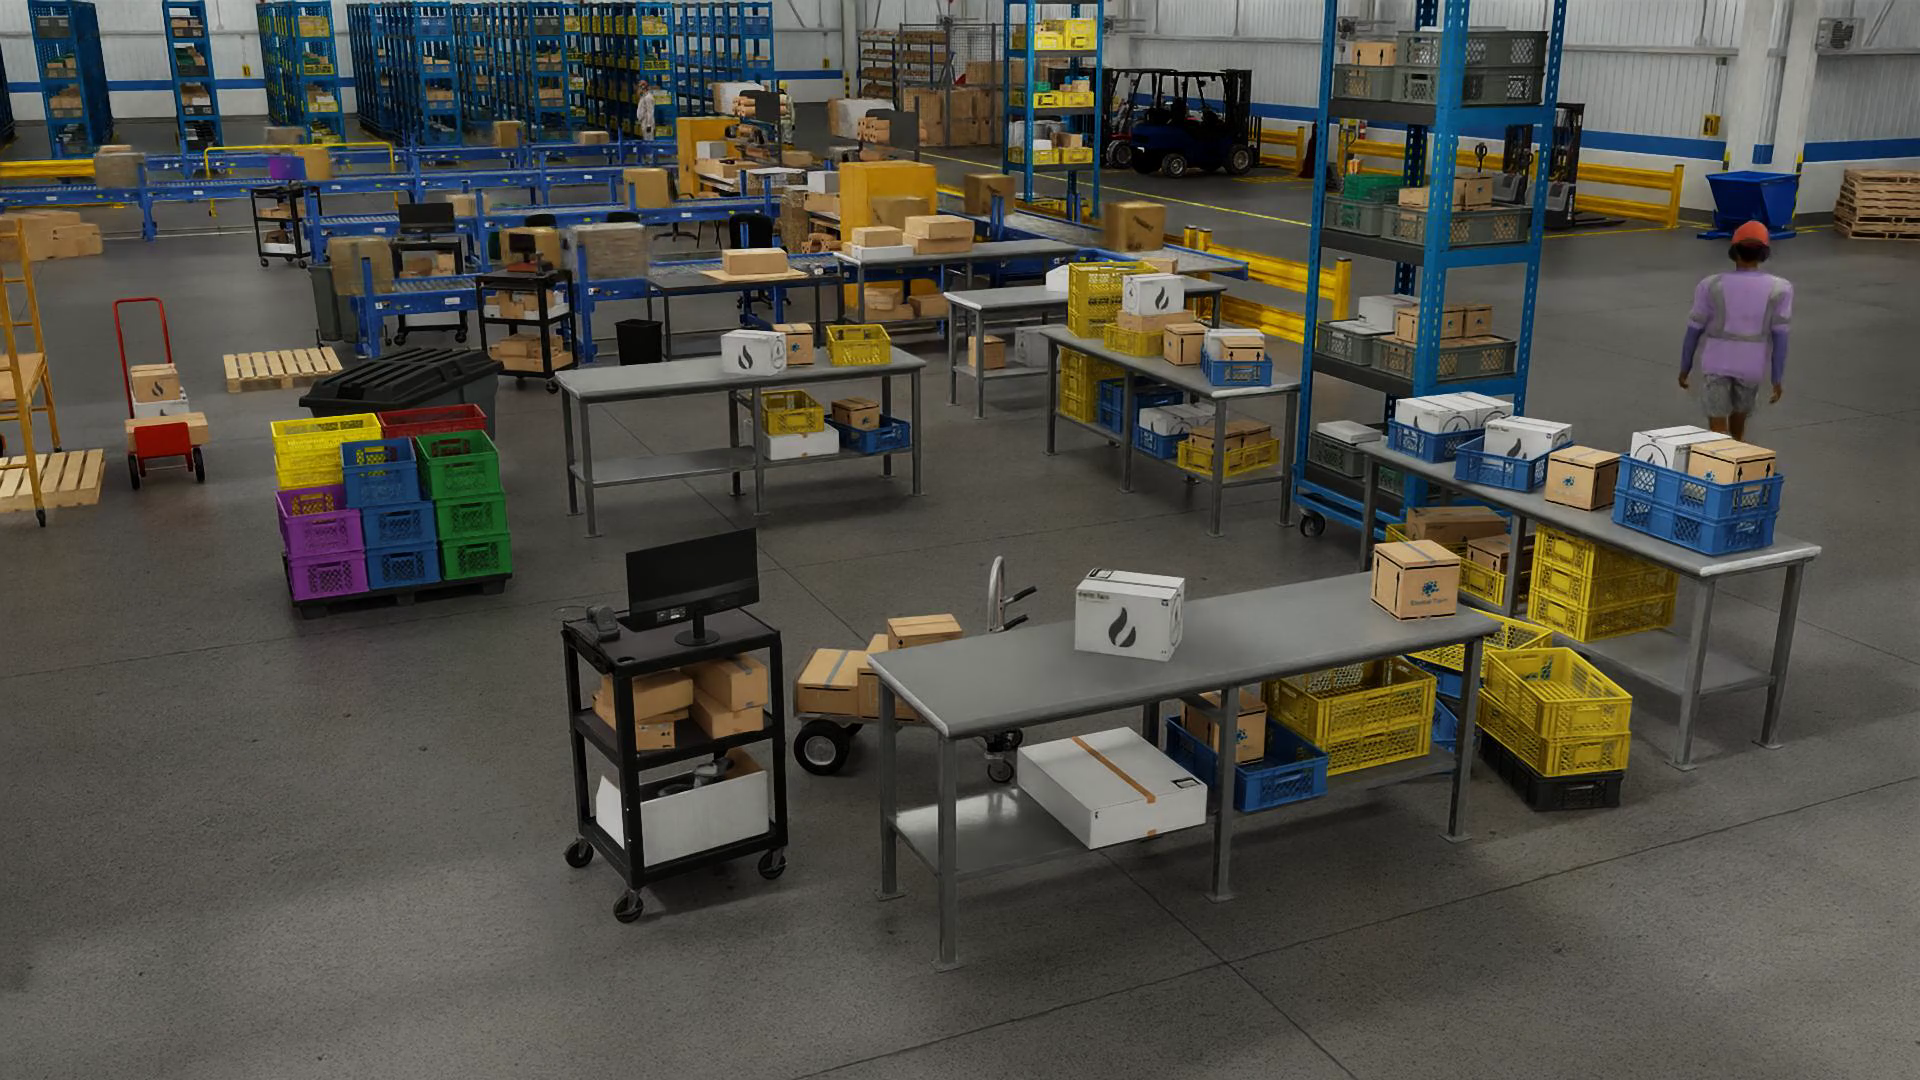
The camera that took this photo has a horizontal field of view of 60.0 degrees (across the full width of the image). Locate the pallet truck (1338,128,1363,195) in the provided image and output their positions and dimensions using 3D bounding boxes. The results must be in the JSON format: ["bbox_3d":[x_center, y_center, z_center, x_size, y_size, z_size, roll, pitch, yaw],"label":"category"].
[{"bbox_3d":[7.845,-7.140,31.411,1.522,1.261,0.704,-9,20,-25],"label":"pallet truck"}]

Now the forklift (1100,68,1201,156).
[{"bbox_3d":[4.082,-9.564,37.410,2.680,1.987,1.157,-8,19,-23],"label":"forklift"}]

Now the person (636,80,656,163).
[{"bbox_3d":[-7.050,-9.335,37.335,0.402,1.899,0.652,-6,19,-18],"label":"person"}]

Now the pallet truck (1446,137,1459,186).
[{"bbox_3d":[9.184,-6.485,29.328,1.630,1.274,0.653,-8,19,-23],"label":"pallet truck"}]

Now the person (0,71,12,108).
[{"bbox_3d":[-27.979,-12.777,48.338,0.709,1.806,0.478,4,18,12],"label":"person"}]

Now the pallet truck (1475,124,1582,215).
[{"bbox_3d":[9.707,-6.455,28.103,1.885,1.965,0.823,-7,19,-20],"label":"pallet truck"}]

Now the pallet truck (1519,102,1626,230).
[{"bbox_3d":[9.972,-6.037,26.785,1.885,1.965,0.823,-9,20,-25],"label":"pallet truck"}]

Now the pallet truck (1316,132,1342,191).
[{"bbox_3d":[7.723,-7.504,32.656,1.601,1.201,0.680,-8,19,-23],"label":"pallet truck"}]

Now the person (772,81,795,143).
[{"bbox_3d":[-4.094,-9.671,38.500,0.596,1.831,0.403,5,18,16],"label":"person"}]

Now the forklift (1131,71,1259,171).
[{"bbox_3d":[4.998,-8.936,35.413,2.680,1.987,1.157,-9,20,-25],"label":"forklift"}]

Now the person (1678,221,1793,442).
[{"bbox_3d":[5.368,-1.219,11.609,0.638,1.992,1.016,5,18,15],"label":"person"}]
